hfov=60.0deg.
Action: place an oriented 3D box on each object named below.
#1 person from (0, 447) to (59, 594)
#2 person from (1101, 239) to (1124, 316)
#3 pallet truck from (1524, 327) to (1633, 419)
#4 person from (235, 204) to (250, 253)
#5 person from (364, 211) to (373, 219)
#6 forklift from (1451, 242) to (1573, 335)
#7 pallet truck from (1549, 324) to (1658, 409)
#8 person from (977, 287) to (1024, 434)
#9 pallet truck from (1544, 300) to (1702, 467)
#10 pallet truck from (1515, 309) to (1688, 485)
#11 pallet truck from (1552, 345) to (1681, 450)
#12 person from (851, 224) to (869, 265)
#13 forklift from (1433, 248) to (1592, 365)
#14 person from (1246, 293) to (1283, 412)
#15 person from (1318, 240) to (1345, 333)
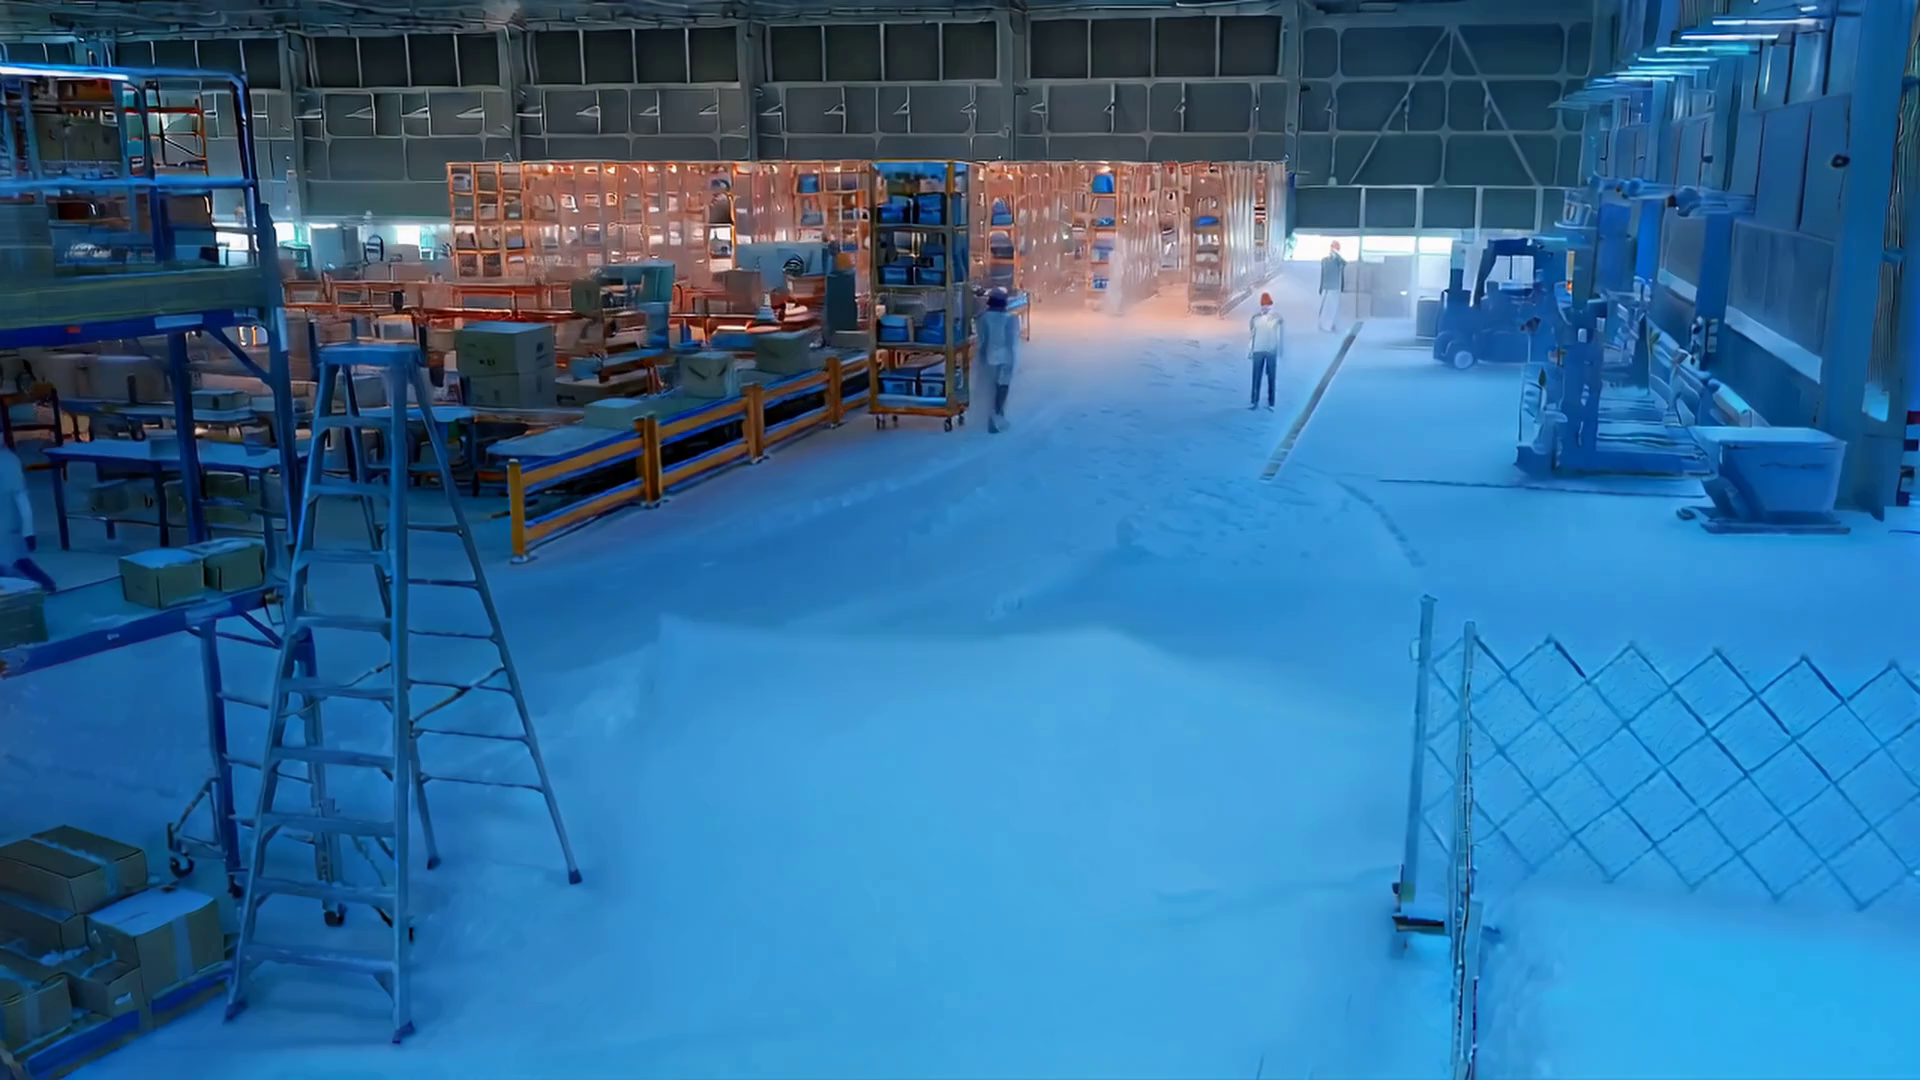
[{"bbox_3d":[-7.472,-0.132,13.053,0.550,1.889,1.002,9,16,33],"label":"person"},{"bbox_3d":[3.583,-6.236,39.505,0.712,1.818,0.589,4,13,15],"label":"person"},{"bbox_3d":[9.065,-2.460,24.370,1.522,1.261,0.704,3,13,14],"label":"pallet truck"},{"bbox_3d":[-26.573,-11.463,61.750,0.643,1.974,0.674,-4,14,-15],"label":"person"},{"bbox_3d":[-22.159,-11.448,62.259,0.418,1.709,0.631,-4,14,-18],"label":"person"},{"bbox_3d":[10.464,-4.597,31.405,2.680,1.987,1.157,4,14,16],"label":"forklift"},{"bbox_3d":[9.824,-2.669,25.407,1.601,1.201,0.680,4,14,16],"label":"pallet truck"},{"bbox_3d":[0.521,-2.476,22.898,0.621,2.005,0.989,5,14,20],"label":"person"},{"bbox_3d":[8.263,-1.952,20.631,1.885,1.965,0.823,5,14,20],"label":"pallet truck"},{"bbox_3d":[7.554,-1.677,19.446,1.885,1.965,0.823,3,13,14],"label":"pallet truck"},{"bbox_3d":[8.641,-1.896,21.908,1.630,1.274,0.653,4,14,16],"label":"pallet truck"},{"bbox_3d":[-3.000,-8.566,49.559,0.602,1.830,0.404,-4,14,-18],"label":"person"},{"bbox_3d":[9.780,-4.111,29.280,2.680,1.987,1.157,3,13,14],"label":"forklift"},{"bbox_3d":[4.525,-2.785,24.735,0.532,1.768,0.311,6,15,26],"label":"person"},{"bbox_3d":[7.982,-5.435,35.688,0.616,1.989,0.394,-4,14,-17],"label":"person"}]
